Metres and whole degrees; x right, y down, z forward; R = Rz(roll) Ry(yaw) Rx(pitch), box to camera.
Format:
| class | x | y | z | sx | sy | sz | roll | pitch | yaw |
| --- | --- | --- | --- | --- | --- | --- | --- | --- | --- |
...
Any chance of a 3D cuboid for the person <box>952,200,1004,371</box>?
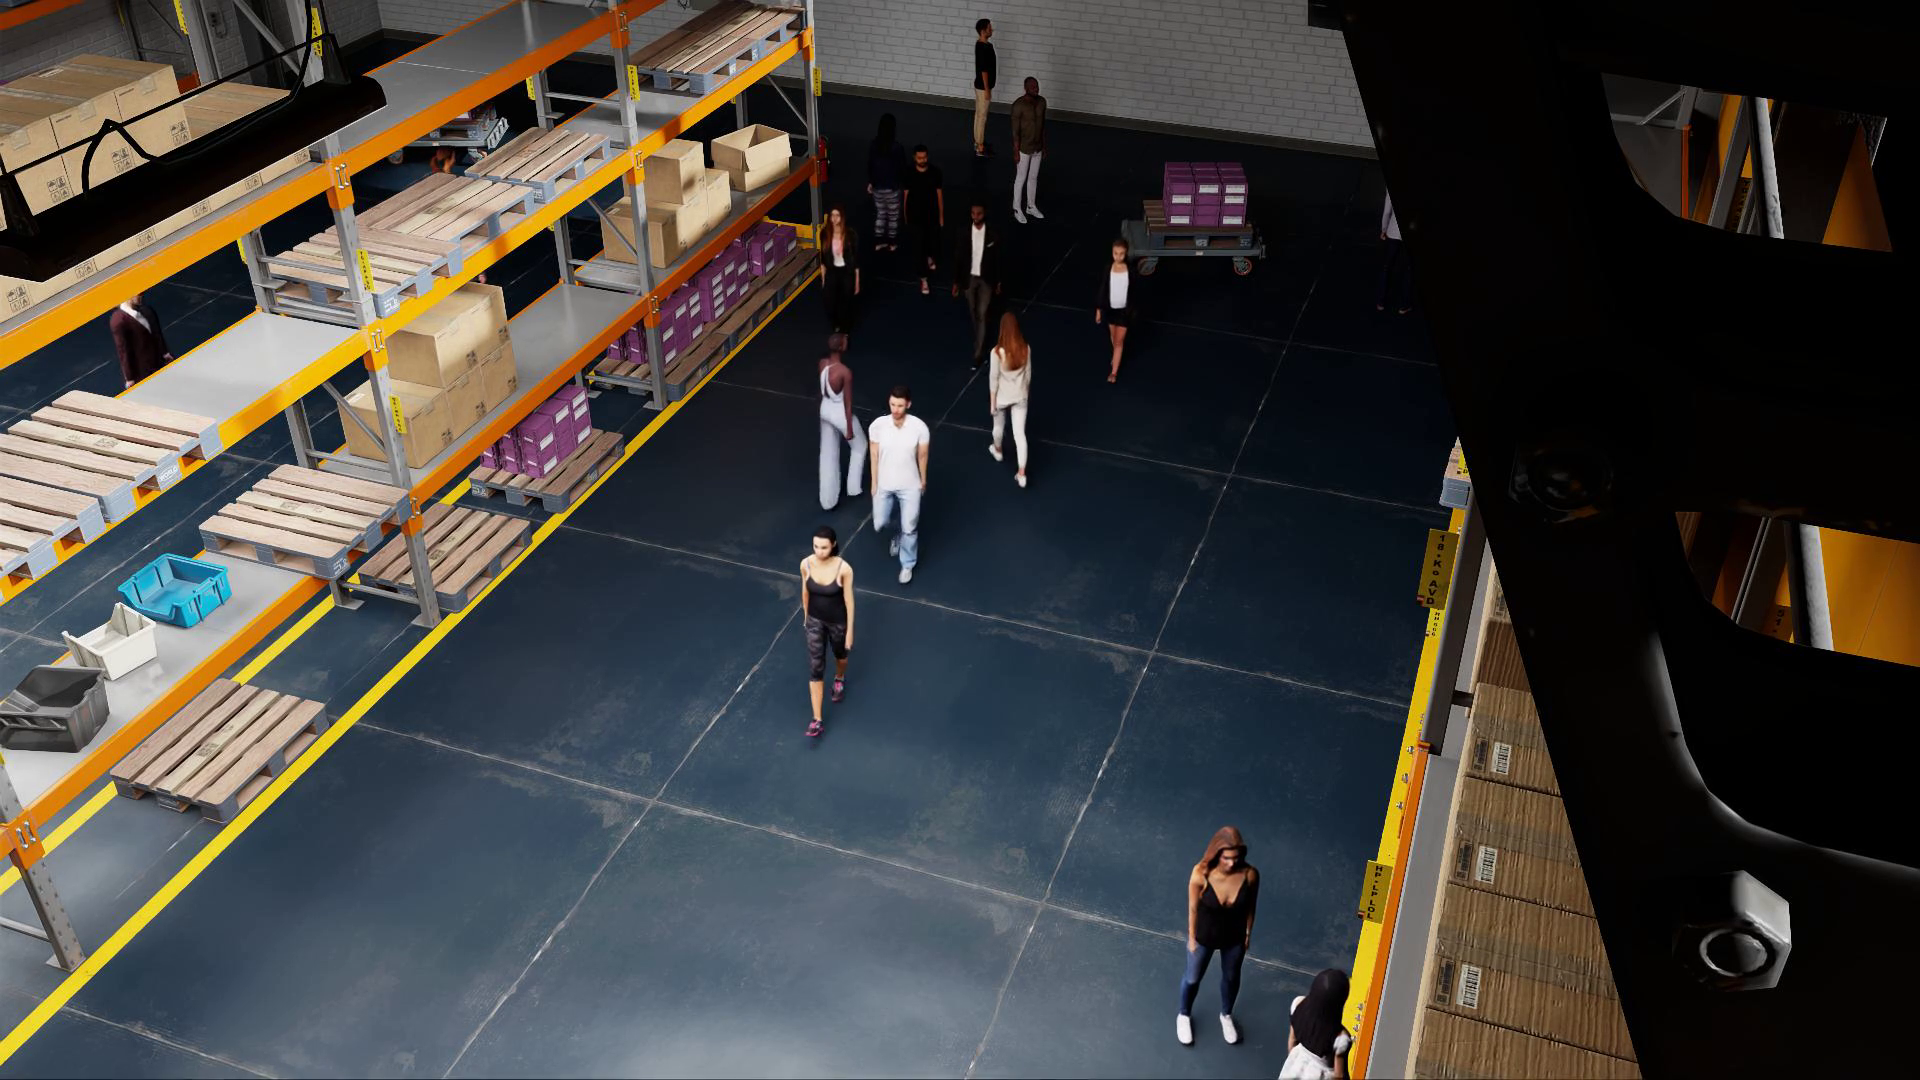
| class | x | y | z | sx | sy | sz | roll | pitch | yaw |
| --- | --- | --- | --- | --- | --- | --- | --- | --- | --- |
| person | 0.192 | -2.773 | 17.719 | 0.749 | 1.744 | 1.236 | 7 | 34 | 10 |

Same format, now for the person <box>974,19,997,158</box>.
| class | x | y | z | sx | sy | sz | roll | pitch | yaw |
| --- | --- | --- | --- | --- | --- | --- | --- | --- | --- |
| person | 0.317 | -6.217 | 22.796 | 0.770 | 1.860 | 0.618 | -3 | 34 | -4 |

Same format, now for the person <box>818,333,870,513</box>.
| class | x | y | z | sx | sy | sz | roll | pitch | yaw |
| --- | --- | --- | --- | --- | --- | --- | --- | --- | --- |
| person | -1.174 | -1.021 | 15.068 | 0.756 | 1.761 | 0.837 | 25 | 41 | 32 |

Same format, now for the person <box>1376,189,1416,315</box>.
| class | x | y | z | sx | sy | sz | roll | pitch | yaw |
| --- | --- | --- | --- | --- | --- | --- | --- | --- | --- |
| person | 4.966 | -3.435 | 18.621 | 0.700 | 1.848 | 0.610 | 16 | 37 | 22 |

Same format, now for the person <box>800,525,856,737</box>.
| class | x | y | z | sx | sy | sz | roll | pitch | yaw |
| --- | --- | --- | --- | --- | --- | --- | --- | --- | --- |
| person | -0.968 | 0.581 | 12.717 | 0.715 | 1.695 | 1.123 | 6 | 34 | 9 |

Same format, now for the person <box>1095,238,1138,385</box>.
| class | x | y | z | sx | sy | sz | roll | pitch | yaw |
| --- | --- | --- | --- | --- | --- | --- | --- | --- | --- |
| person | 1.668 | -2.456 | 17.450 | 0.591 | 1.514 | 1.070 | 9 | 35 | 13 |

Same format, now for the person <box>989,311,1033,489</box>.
| class | x | y | z | sx | sy | sz | roll | pitch | yaw |
| --- | --- | --- | --- | --- | --- | --- | --- | --- | --- |
| person | 0.507 | -1.275 | 15.534 | 0.995 | 1.668 | 1.173 | -8 | 34 | -12 |

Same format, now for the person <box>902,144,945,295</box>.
| class | x | y | z | sx | sy | sz | roll | pitch | yaw |
| --- | --- | --- | --- | --- | --- | --- | --- | --- | --- |
| person | -0.440 | -3.757 | 19.208 | 0.938 | 1.735 | 1.085 | -6 | 34 | -9 |

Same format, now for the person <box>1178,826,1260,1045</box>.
| class | x | y | z | sx | sy | sz | roll | pitch | yaw |
| --- | --- | --- | --- | --- | --- | --- | --- | --- | --- |
| person | 1.556 | 2.359 | 10.018 | 0.643 | 1.722 | 0.648 | -3 | 34 | -4 |

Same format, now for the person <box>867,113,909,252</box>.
| class | x | y | z | sx | sy | sz | roll | pitch | yaw |
| --- | --- | --- | --- | --- | --- | --- | --- | --- | --- |
| person | -0.854 | -4.238 | 19.953 | 0.661 | 1.711 | 0.660 | 9 | 35 | 13 |

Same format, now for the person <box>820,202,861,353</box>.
| class | x | y | z | sx | sy | sz | roll | pitch | yaw |
| --- | --- | --- | --- | --- | --- | --- | --- | --- | --- |
| person | -1.249 | -2.862 | 17.892 | 0.653 | 1.700 | 0.646 | 4 | 34 | 6 |

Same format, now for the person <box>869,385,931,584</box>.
| class | x | y | z | sx | sy | sz | roll | pitch | yaw |
| --- | --- | --- | --- | --- | --- | --- | --- | --- | --- |
| person | -0.504 | -0.532 | 14.252 | 0.741 | 1.851 | 0.853 | 7 | 34 | 10 |

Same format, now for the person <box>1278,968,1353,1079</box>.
| class | x | y | z | sx | sy | sz | roll | pitch | yaw |
| --- | --- | --- | --- | --- | --- | --- | --- | --- | --- |
| person | 1.912 | 2.986 | 9.032 | 0.813 | 1.769 | 0.781 | -22 | 40 | -30 |

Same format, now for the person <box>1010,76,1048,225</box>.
| class | x | y | z | sx | sy | sz | roll | pitch | yaw |
| --- | --- | --- | --- | --- | --- | --- | --- | --- | --- |
| person | 0.859 | -4.925 | 20.884 | 0.728 | 1.825 | 0.864 | -24 | 41 | -32 |
